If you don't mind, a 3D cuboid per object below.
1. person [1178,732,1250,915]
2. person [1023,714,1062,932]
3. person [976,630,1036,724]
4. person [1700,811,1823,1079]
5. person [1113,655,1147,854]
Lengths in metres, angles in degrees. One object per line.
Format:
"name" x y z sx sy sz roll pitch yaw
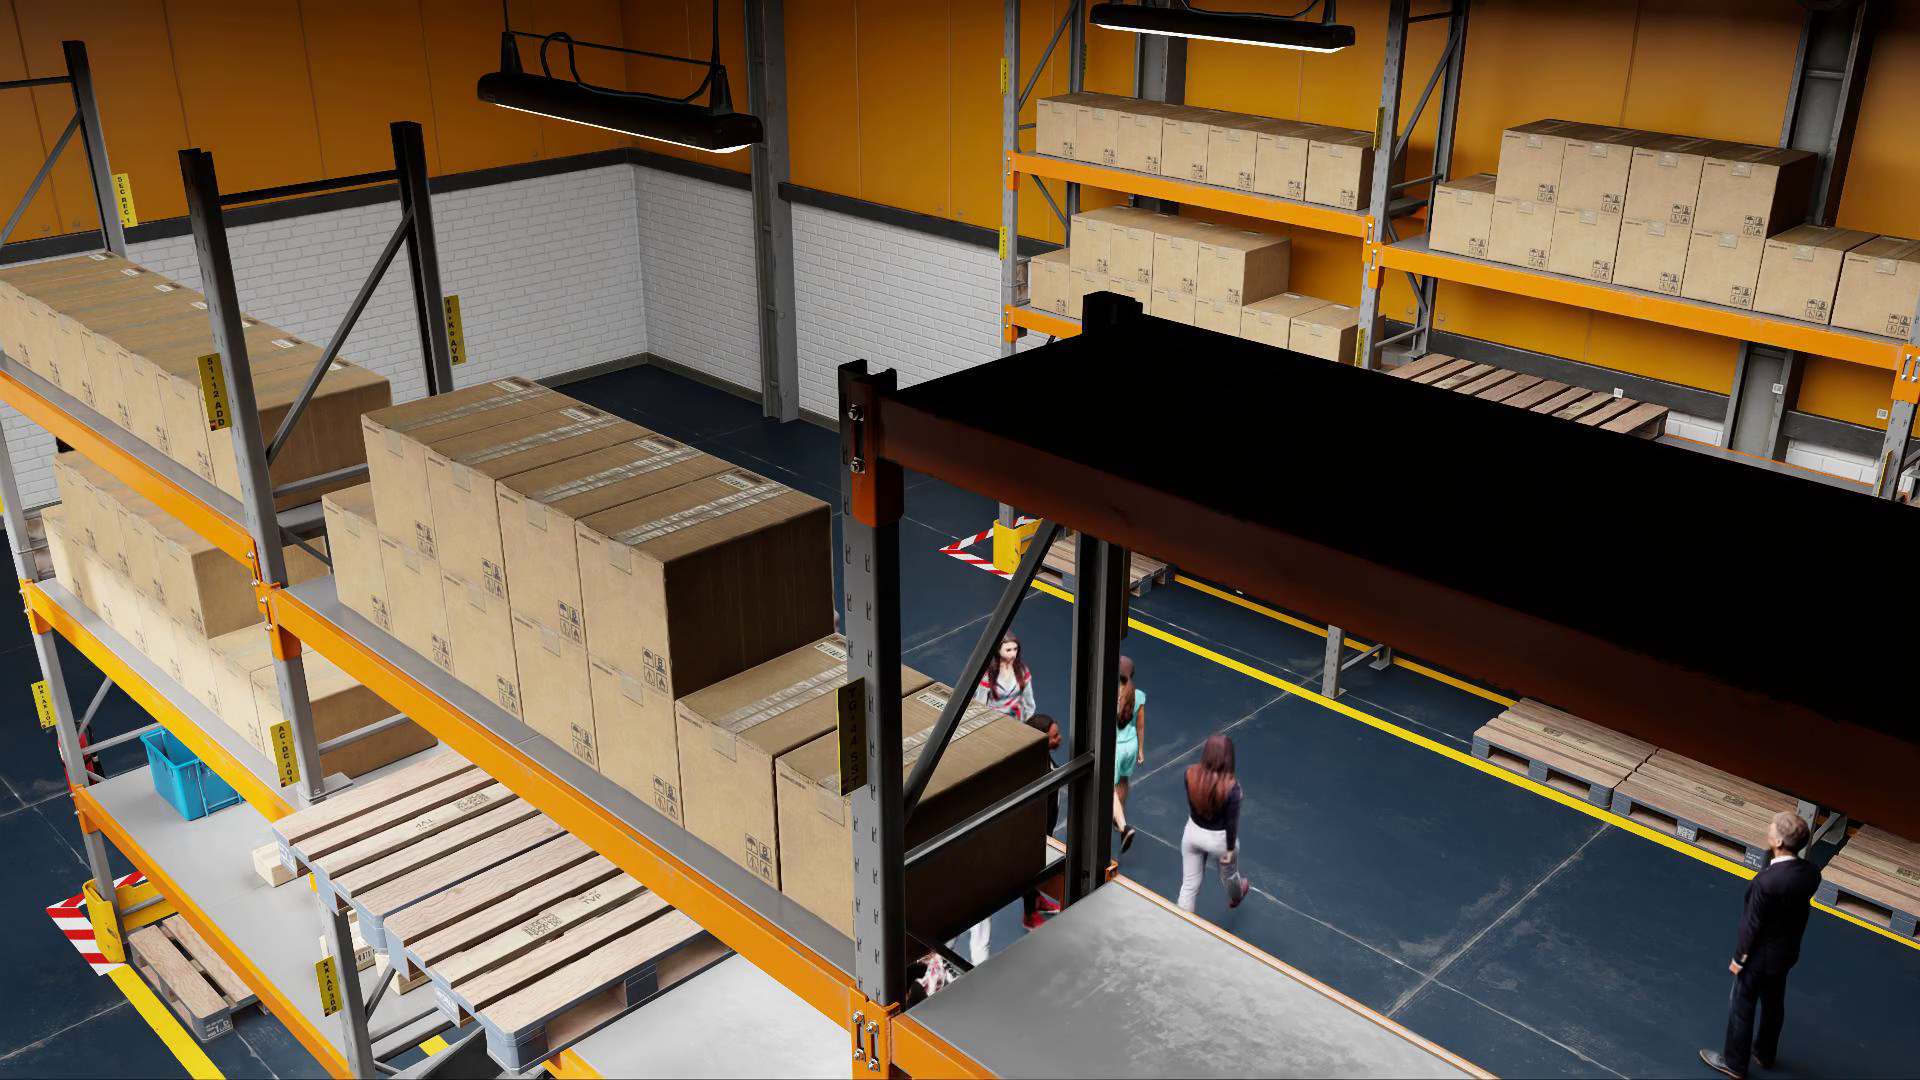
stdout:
"person" 1.665 2.088 11.335 1.067 1.553 0.841 14 27 29
"person" 0.541 1.946 11.506 0.744 1.676 0.702 4 24 8
"person" 0.307 1.406 12.851 0.790 1.588 0.884 -7 24 -15
"person" 4.927 2.469 10.141 0.747 1.812 0.701 -11 26 -24
"person" 1.214 1.602 12.465 0.812 1.540 1.011 -6 24 -14
